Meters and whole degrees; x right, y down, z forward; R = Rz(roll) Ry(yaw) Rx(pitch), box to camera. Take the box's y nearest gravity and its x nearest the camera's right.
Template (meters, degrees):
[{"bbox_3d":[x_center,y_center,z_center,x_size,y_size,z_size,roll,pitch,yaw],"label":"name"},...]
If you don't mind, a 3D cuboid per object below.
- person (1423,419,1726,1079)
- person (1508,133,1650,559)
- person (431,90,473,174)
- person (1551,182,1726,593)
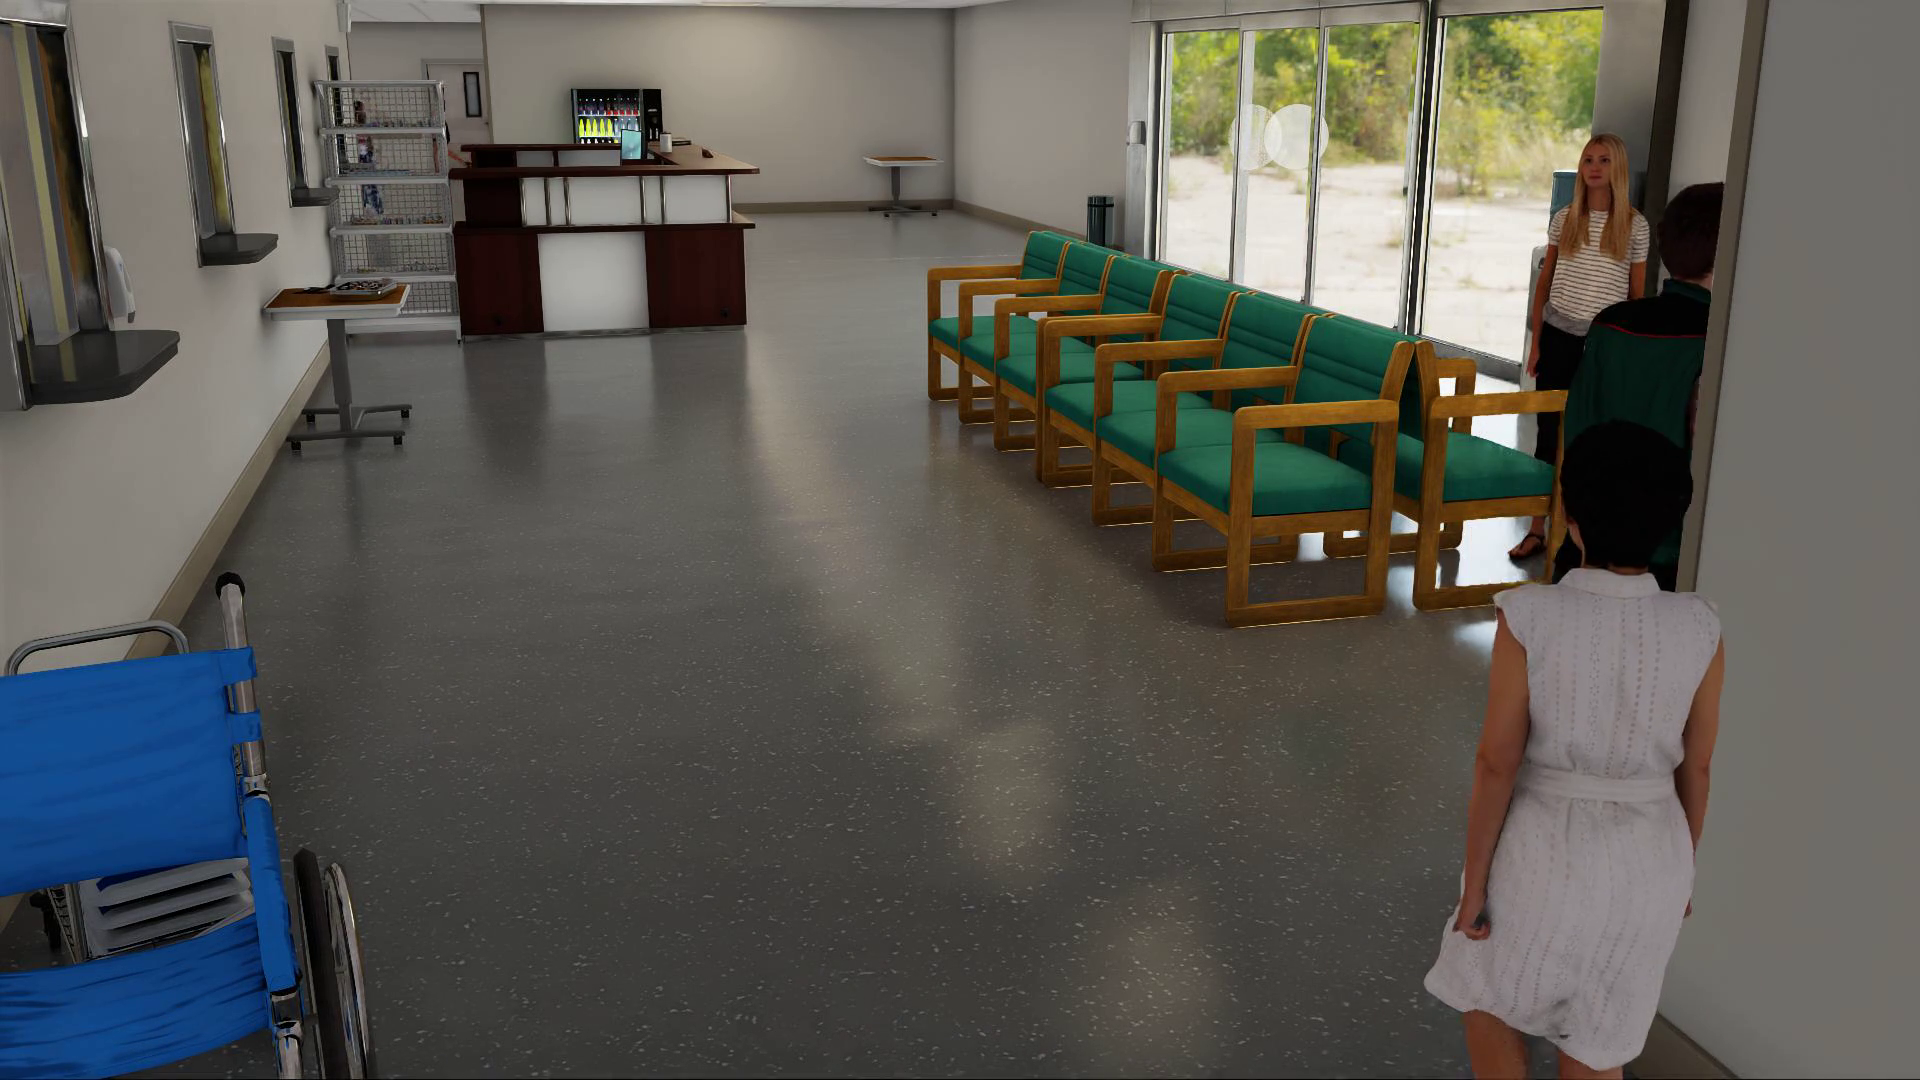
[{"bbox_3d":[1.026,0.591,2.703,0.643,1.541,0.727,1,16,5],"label":"person"},{"bbox_3d":[2.674,-0.807,7.135,0.665,1.827,0.728,9,18,28],"label":"person"},{"bbox_3d":[-9.819,-7.745,31.771,1.142,1.812,0.773,0,16,1],"label":"person"},{"bbox_3d":[1.582,0.089,4.020,1.213,1.791,0.893,-10,19,-31],"label":"person"}]
